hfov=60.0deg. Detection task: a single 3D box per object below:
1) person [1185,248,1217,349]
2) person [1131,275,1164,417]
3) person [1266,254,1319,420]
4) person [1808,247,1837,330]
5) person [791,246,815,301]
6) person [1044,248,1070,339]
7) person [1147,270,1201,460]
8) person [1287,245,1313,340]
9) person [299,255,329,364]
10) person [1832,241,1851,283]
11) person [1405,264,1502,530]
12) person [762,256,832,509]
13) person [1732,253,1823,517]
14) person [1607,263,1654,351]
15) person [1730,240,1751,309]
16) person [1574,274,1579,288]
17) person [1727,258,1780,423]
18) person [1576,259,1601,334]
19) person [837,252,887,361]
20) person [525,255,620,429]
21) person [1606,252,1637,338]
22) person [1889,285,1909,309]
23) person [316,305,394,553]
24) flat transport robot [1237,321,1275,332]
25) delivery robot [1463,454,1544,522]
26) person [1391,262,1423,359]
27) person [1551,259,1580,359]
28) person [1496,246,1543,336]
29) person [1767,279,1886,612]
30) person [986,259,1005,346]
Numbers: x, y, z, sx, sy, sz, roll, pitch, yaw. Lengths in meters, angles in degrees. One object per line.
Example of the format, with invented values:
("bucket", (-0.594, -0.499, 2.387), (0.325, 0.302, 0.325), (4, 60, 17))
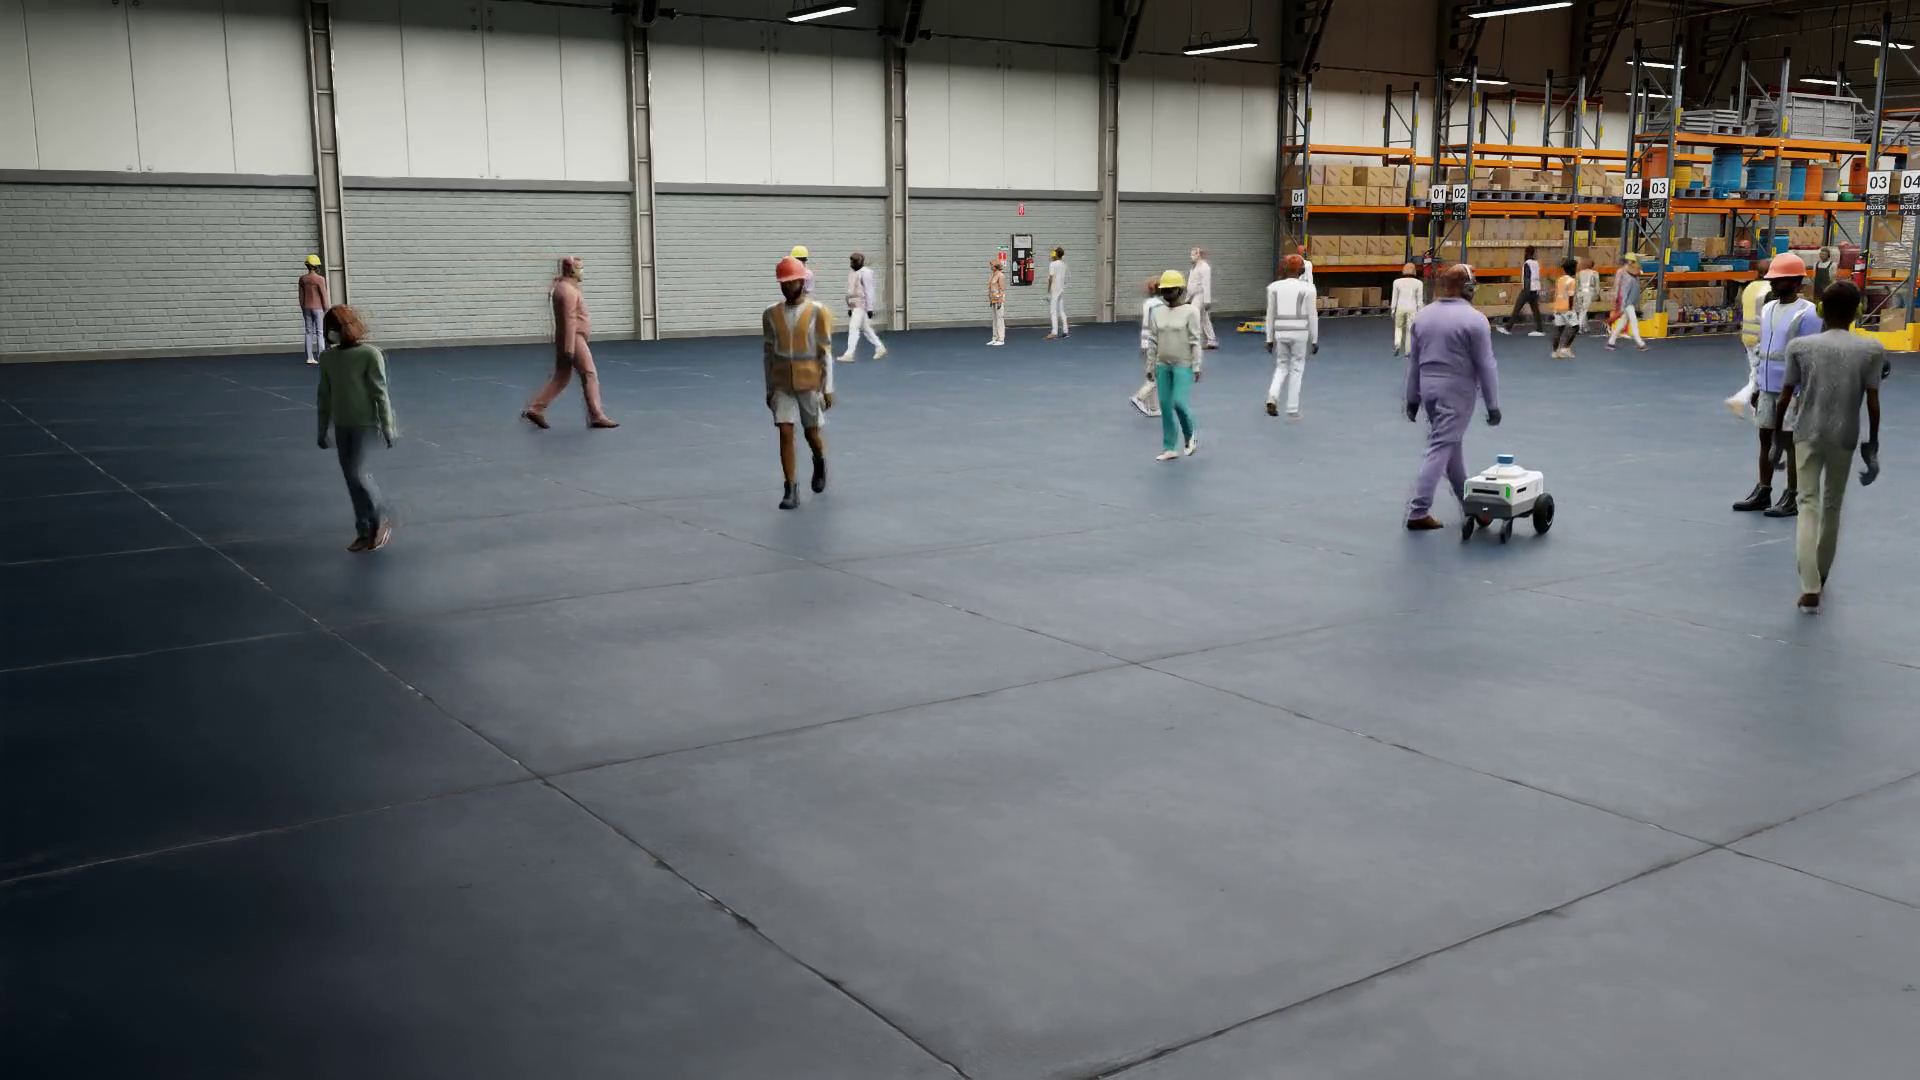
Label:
("person", (4.277, -4.386, 30.322), (1.008, 1.850, 0.676), (-1, 10, -7))
("person", (2.202, -2.194, 18.935), (0.395, 1.626, 0.517), (-2, 10, -8))
("person", (3.710, -2.260, 18.610), (0.586, 1.870, 0.441), (8, 13, 37))
("person", (18.782, -5.446, 36.194), (0.452, 1.827, 0.514), (-7, 12, -33))
("person", (-2.272, -3.251, 23.888), (0.367, 1.926, 0.594), (-3, 11, -16))
("person", (1.997, -4.983, 33.658), (0.403, 1.838, 0.619), (8, 13, 38))
("person", (1.955, -1.595, 15.280), (0.542, 1.753, 0.375), (8, 13, 37))
("person", (6.817, -4.953, 33.342), (0.337, 1.881, 0.584), (-10, 14, -44))
("person", (-10.411, -3.714, 26.874), (0.535, 1.767, 0.317), (4, 11, 20))
("person", (22.128, -6.511, 41.734), (0.376, 1.936, 0.549), (-5, 11, -24))
("person", (3.559, -1.009, 11.780), (0.987, 1.853, 0.665), (-5, 12, -28))
("person", (-1.237, -1.220, 12.798), (0.553, 1.915, 0.746), (2, 10, 9))
("person", (6.043, -1.136, 12.268), (0.379, 1.937, 0.548), (-3, 11, -16))
("person", (12.229, -4.244, 30.270), (0.871, 1.580, 0.516), (8, 13, 39))
("person", (20.082, -6.688, 42.656), (0.981, 1.946, 0.652), (-8, 13, -39))
("person", (16.469, -6.907, 44.305), (0.925, 1.783, 0.590), (-10, 14, -43))
("person", (8.763, -2.169, 18.225), (0.585, 1.829, 0.646), (0, 10, -2))
("person", (13.312, -5.178, 35.386), (0.869, 1.588, 0.507), (-8, 13, -38))
("person", (-1.618, -3.880, 27.677), (0.911, 1.815, 0.641), (-5, 11, -26))
("person", (-4.218, -2.118, 17.841), (0.939, 1.872, 0.649), (-4, 11, -21))
("person", (13.583, -5.013, 34.051), (0.523, 1.745, 0.506), (-4, 11, -21))
("person", (20.502, -5.431, 36.136), (0.513, 1.814, 0.625), (-6, 12, -31))
("person", (-3.940, -0.711, 10.802), (0.538, 1.616, 0.388), (4, 11, 21))
("flat transport robot", (6.663, -4.540, 35.502), (0.652, 0.197, 1.431), (-7, 13, -34))
("delivery robot", (3.753, -0.347, 11.476), (0.477, 0.478, 0.707), (8, 13, 37))
("person", (7.552, -3.866, 28.104), (0.514, 1.625, 0.374), (4, 11, 20))
("person", (10.220, -3.873, 27.983), (0.453, 1.683, 0.544), (-2, 11, -10))
("person", (11.854, -5.225, 34.903), (0.998, 1.851, 0.588), (9, 14, 41))
("person", (4.866, -0.549, 9.371), (0.551, 1.817, 0.961), (5, 11, 24))
("person", (0.700, -4.505, 31.556), (0.309, 1.640, 0.513), (-3, 11, -18))
